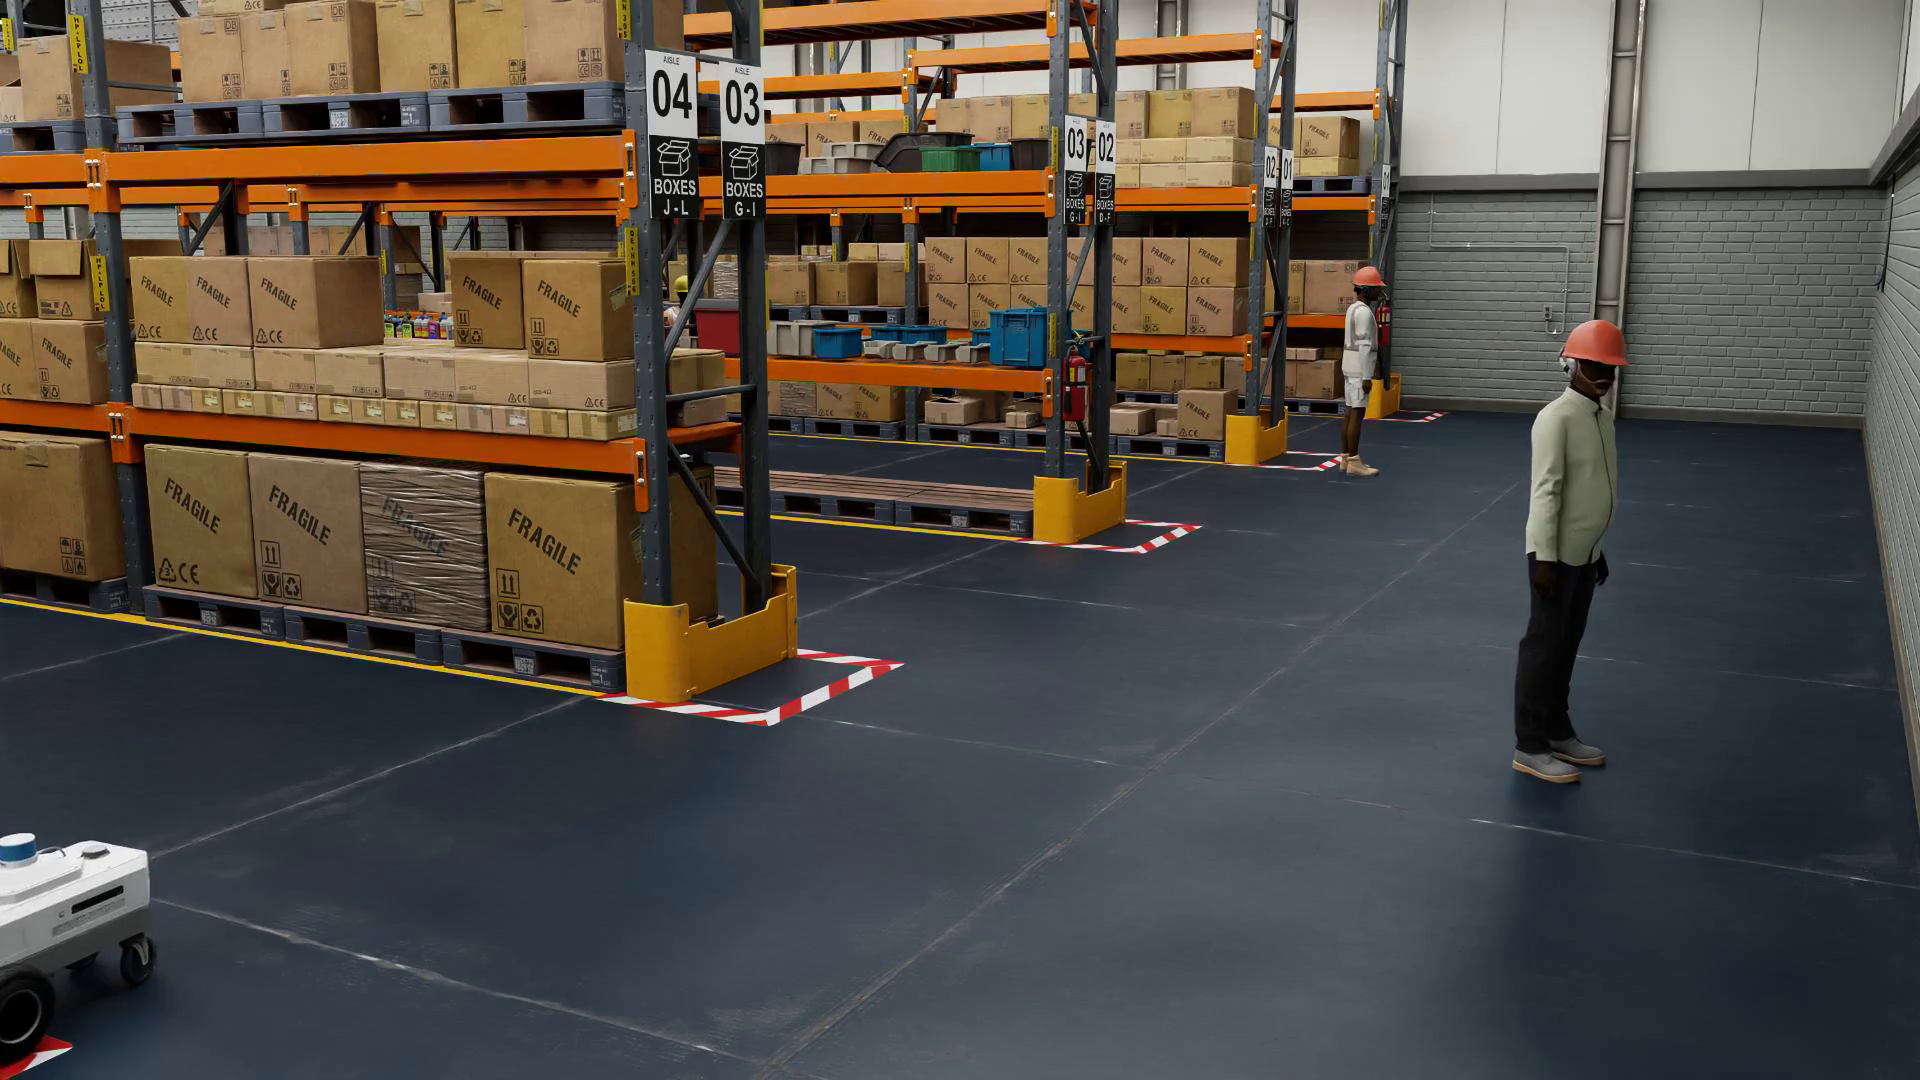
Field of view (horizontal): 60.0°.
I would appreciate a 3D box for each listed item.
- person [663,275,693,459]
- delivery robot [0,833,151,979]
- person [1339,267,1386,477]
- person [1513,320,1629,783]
[{"bbox_3d":[-2.899,-1.831,17.633,0.370,1.928,0.585,6,12,31],"label":"person"},{"bbox_3d":[-2.813,1.126,5.002,0.477,0.478,0.707,5,11,23],"label":"delivery robot"},{"bbox_3d":[3.949,-1.650,16.333,0.383,2.045,0.605,0,10,2],"label":"person"},{"bbox_3d":[2.675,0.041,7.254,0.391,1.991,0.612,10,14,42],"label":"person"}]
